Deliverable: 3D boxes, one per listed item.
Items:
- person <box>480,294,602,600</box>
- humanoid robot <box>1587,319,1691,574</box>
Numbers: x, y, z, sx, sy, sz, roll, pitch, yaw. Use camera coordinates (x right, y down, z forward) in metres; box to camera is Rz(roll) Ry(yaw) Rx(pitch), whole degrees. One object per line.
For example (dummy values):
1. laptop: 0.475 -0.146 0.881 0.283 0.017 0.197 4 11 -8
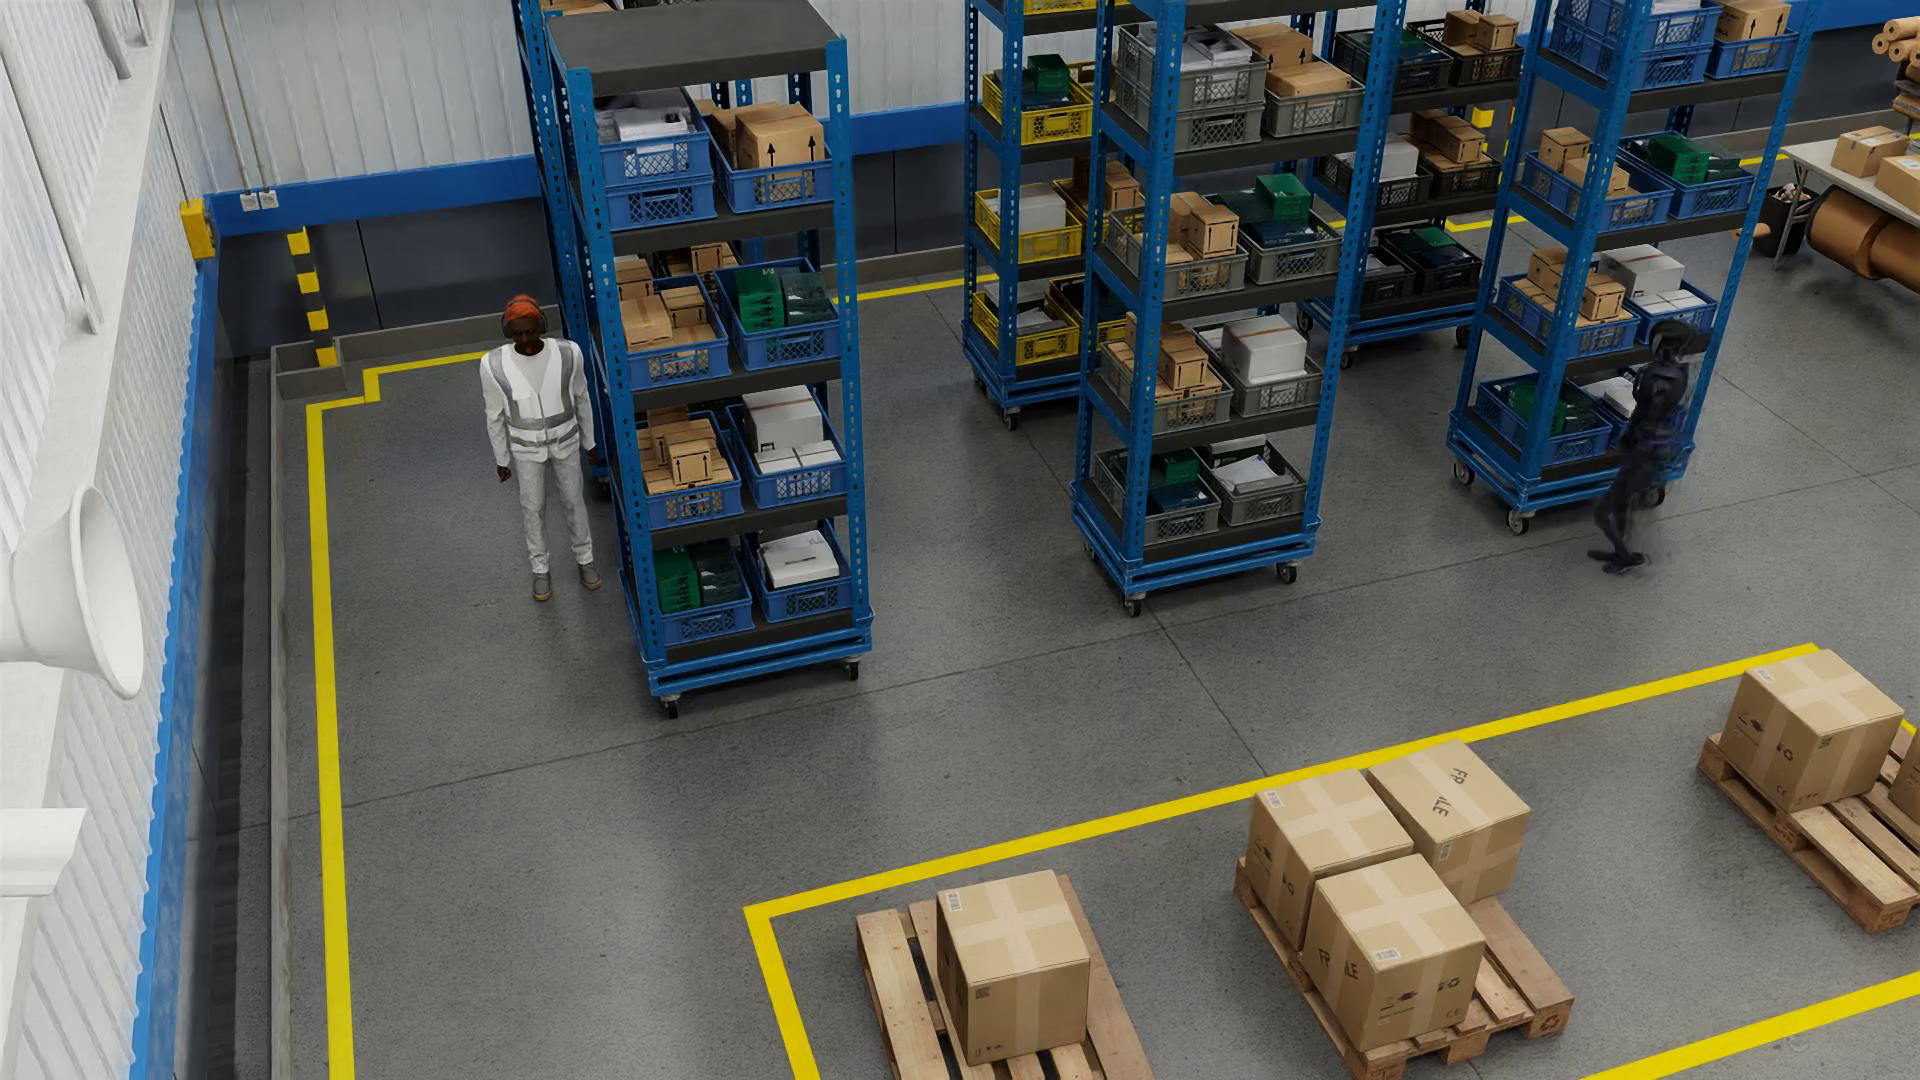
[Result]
1. person: -2.339 -0.519 9.389 0.585 1.882 0.343 -12 37 -17
2. humanoid robot: 3.890 -0.523 9.572 0.364 1.642 0.608 15 38 20
